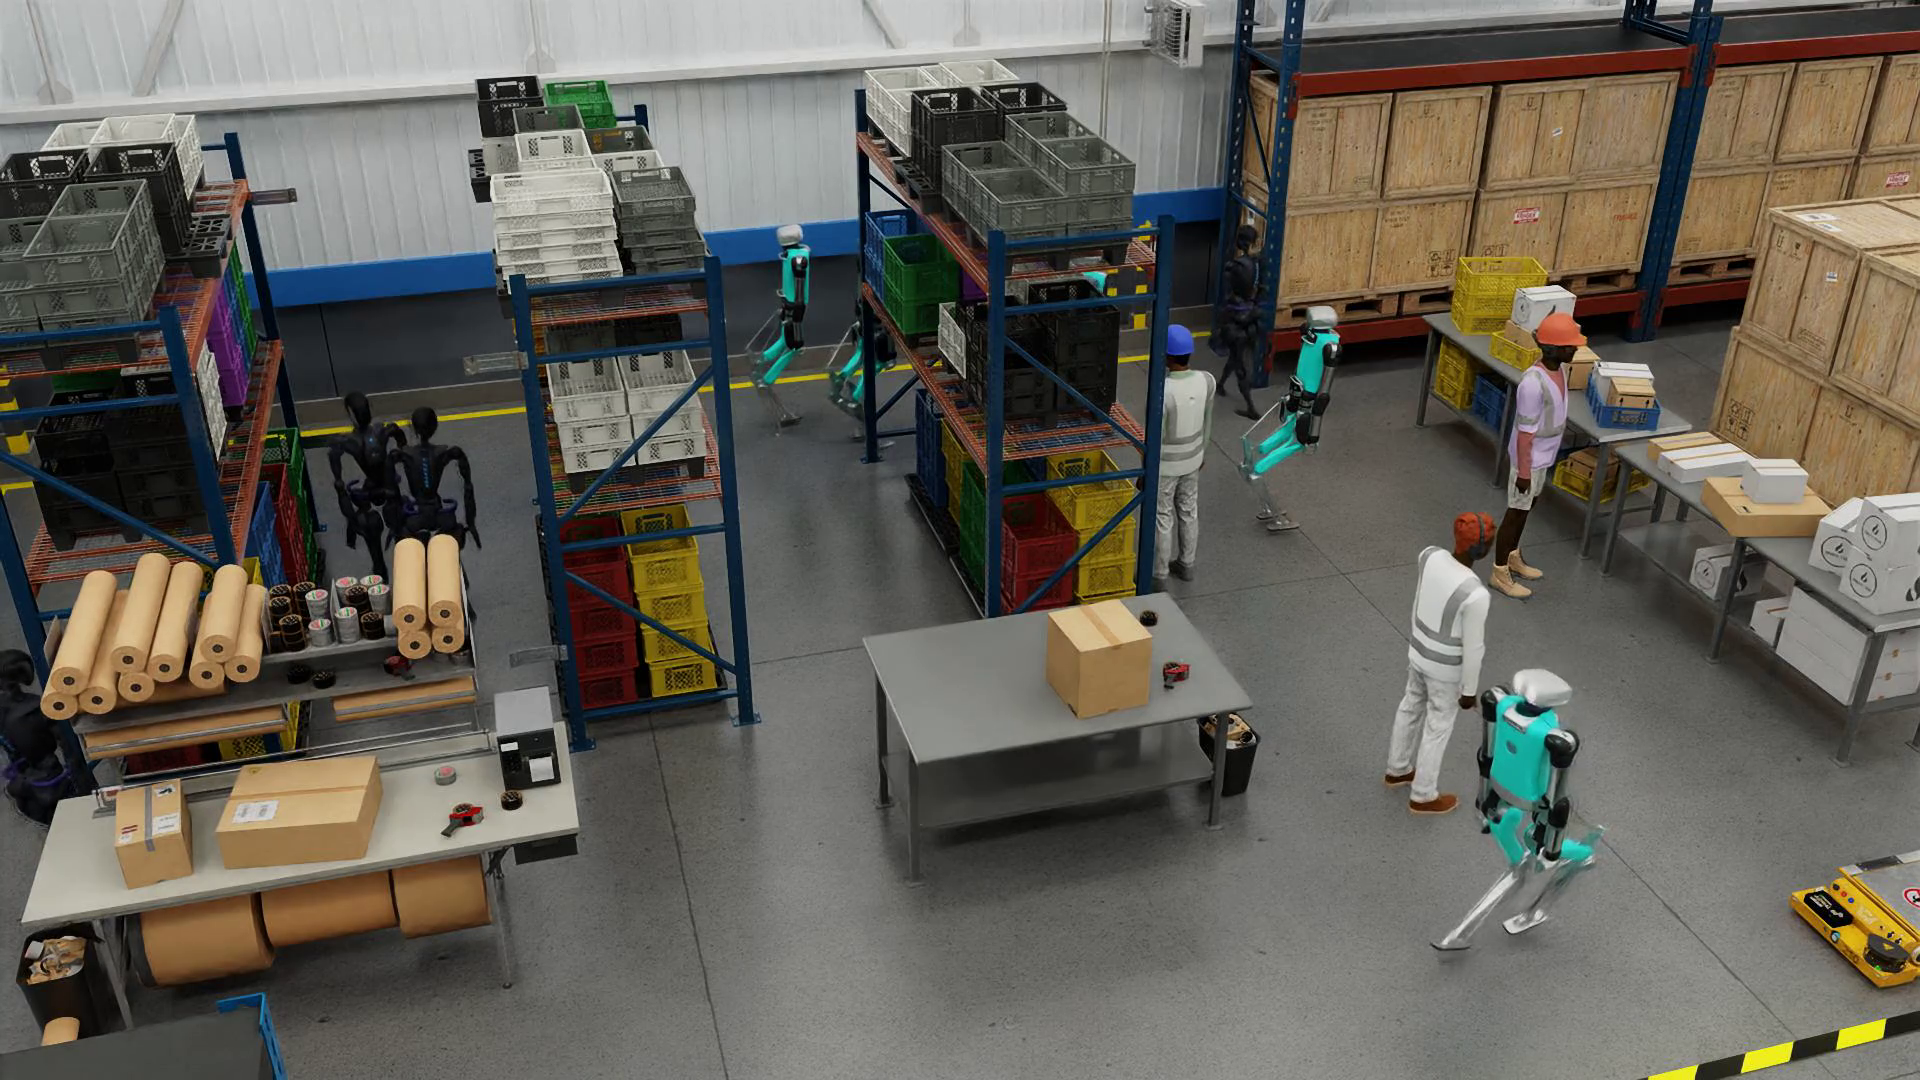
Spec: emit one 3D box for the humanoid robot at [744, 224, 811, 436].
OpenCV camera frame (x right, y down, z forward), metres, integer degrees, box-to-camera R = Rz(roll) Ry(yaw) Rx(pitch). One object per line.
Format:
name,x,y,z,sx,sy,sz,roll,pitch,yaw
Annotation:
humanoid robot,-1.540,-1.678,13.722,0.677,1.843,0.534,-6,29,-11

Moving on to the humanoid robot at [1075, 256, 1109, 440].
humanoid robot,0.786,-1.533,13.438,0.843,1.770,0.542,5,29,9

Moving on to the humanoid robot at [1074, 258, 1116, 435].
humanoid robot,1.026,-1.650,13.732,0.611,1.643,0.590,7,30,13

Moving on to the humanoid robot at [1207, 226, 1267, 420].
humanoid robot,2.342,-1.880,14.163,0.615,1.624,0.765,-23,36,-36

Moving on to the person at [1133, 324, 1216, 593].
person,1.455,-0.552,11.426,0.614,1.942,0.401,-20,35,-32

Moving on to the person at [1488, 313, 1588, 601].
person,3.944,-0.580,11.374,0.366,2.048,0.606,18,33,29

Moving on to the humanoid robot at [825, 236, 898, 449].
humanoid robot,-0.819,-1.547,13.392,0.682,1.753,0.548,-21,35,-33

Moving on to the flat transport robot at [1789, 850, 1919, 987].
flat transport robot,5.163,1.916,8.676,1.431,0.231,0.659,-8,30,-14

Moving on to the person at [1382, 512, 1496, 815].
person,2.682,0.682,9.258,0.362,1.878,0.579,-9,30,-16

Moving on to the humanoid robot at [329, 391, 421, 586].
humanoid robot,-3.850,-0.231,11.119,0.601,1.657,0.331,-23,36,-36

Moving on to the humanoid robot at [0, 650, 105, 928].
humanoid robot,-4.543,1.238,8.461,0.589,1.636,0.625,12,31,21

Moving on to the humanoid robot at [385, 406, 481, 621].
humanoid robot,-3.472,-0.091,10.907,0.608,1.648,0.601,-7,30,-13

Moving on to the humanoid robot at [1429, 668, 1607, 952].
humanoid robot,2.832,1.350,8.163,0.930,1.752,0.534,-16,32,-26

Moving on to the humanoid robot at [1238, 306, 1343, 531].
humanoid robot,2.334,-0.871,12.118,0.739,1.689,0.531,-5,29,-10
